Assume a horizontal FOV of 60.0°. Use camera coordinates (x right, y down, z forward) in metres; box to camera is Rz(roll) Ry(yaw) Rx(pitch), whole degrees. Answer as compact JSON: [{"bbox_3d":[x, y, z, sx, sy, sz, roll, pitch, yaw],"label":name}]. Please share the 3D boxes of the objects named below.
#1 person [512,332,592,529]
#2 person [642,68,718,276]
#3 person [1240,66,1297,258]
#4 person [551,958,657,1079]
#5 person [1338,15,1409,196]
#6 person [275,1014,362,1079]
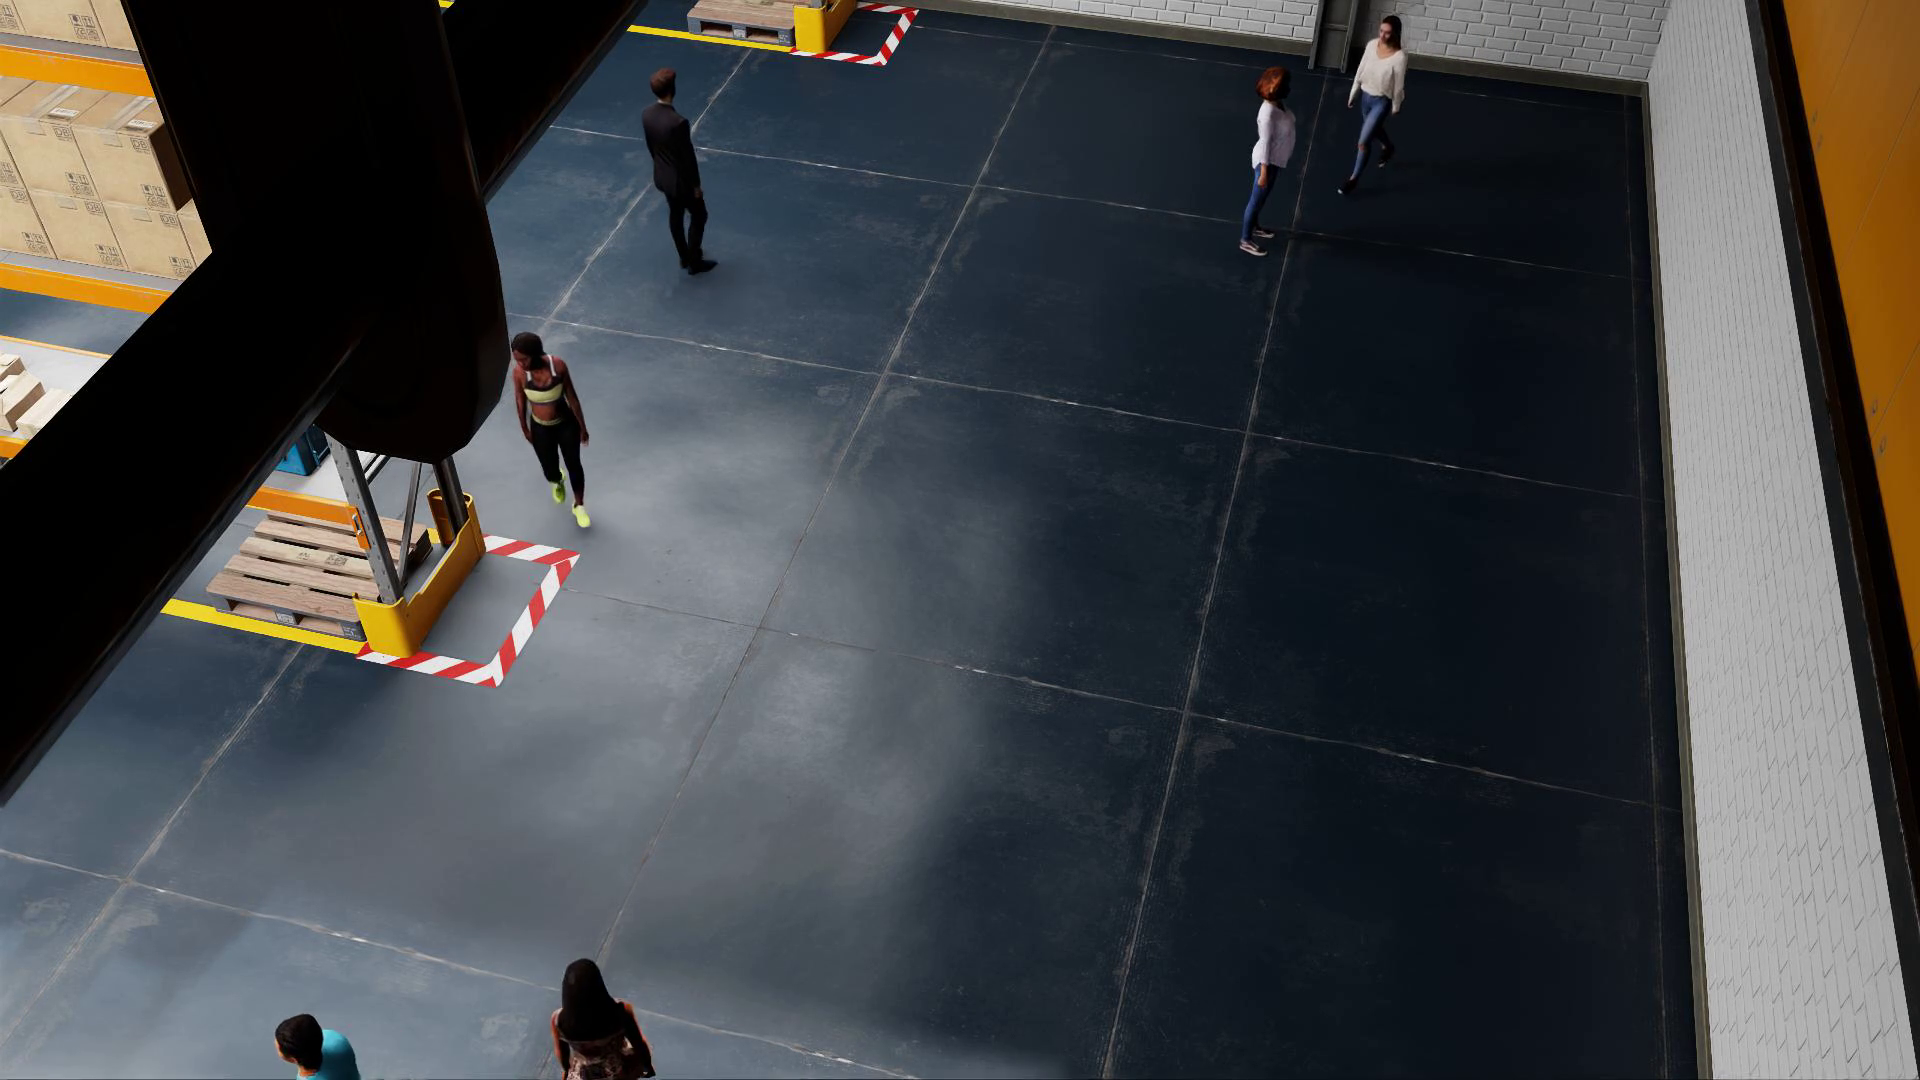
[{"bbox_3d":[-2.925,-0.865,11.922,0.795,1.740,0.842,-16,46,-16],"label":"person"},{"bbox_3d":[-2.448,-3.086,14.149,0.784,1.884,0.917,28,50,27],"label":"person"},{"bbox_3d":[2.677,-3.342,14.543,0.633,1.711,0.663,15,46,16],"label":"person"},{"bbox_3d":[-1.767,2.697,8.269,1.064,1.621,1.003,-9,44,-10],"label":"person"},{"bbox_3d":[3.883,-4.051,15.325,1.094,1.659,1.120,-30,51,-28],"label":"person"},{"bbox_3d":[-2.868,2.826,8.031,0.641,1.762,0.646,5,44,6],"label":"person"}]
